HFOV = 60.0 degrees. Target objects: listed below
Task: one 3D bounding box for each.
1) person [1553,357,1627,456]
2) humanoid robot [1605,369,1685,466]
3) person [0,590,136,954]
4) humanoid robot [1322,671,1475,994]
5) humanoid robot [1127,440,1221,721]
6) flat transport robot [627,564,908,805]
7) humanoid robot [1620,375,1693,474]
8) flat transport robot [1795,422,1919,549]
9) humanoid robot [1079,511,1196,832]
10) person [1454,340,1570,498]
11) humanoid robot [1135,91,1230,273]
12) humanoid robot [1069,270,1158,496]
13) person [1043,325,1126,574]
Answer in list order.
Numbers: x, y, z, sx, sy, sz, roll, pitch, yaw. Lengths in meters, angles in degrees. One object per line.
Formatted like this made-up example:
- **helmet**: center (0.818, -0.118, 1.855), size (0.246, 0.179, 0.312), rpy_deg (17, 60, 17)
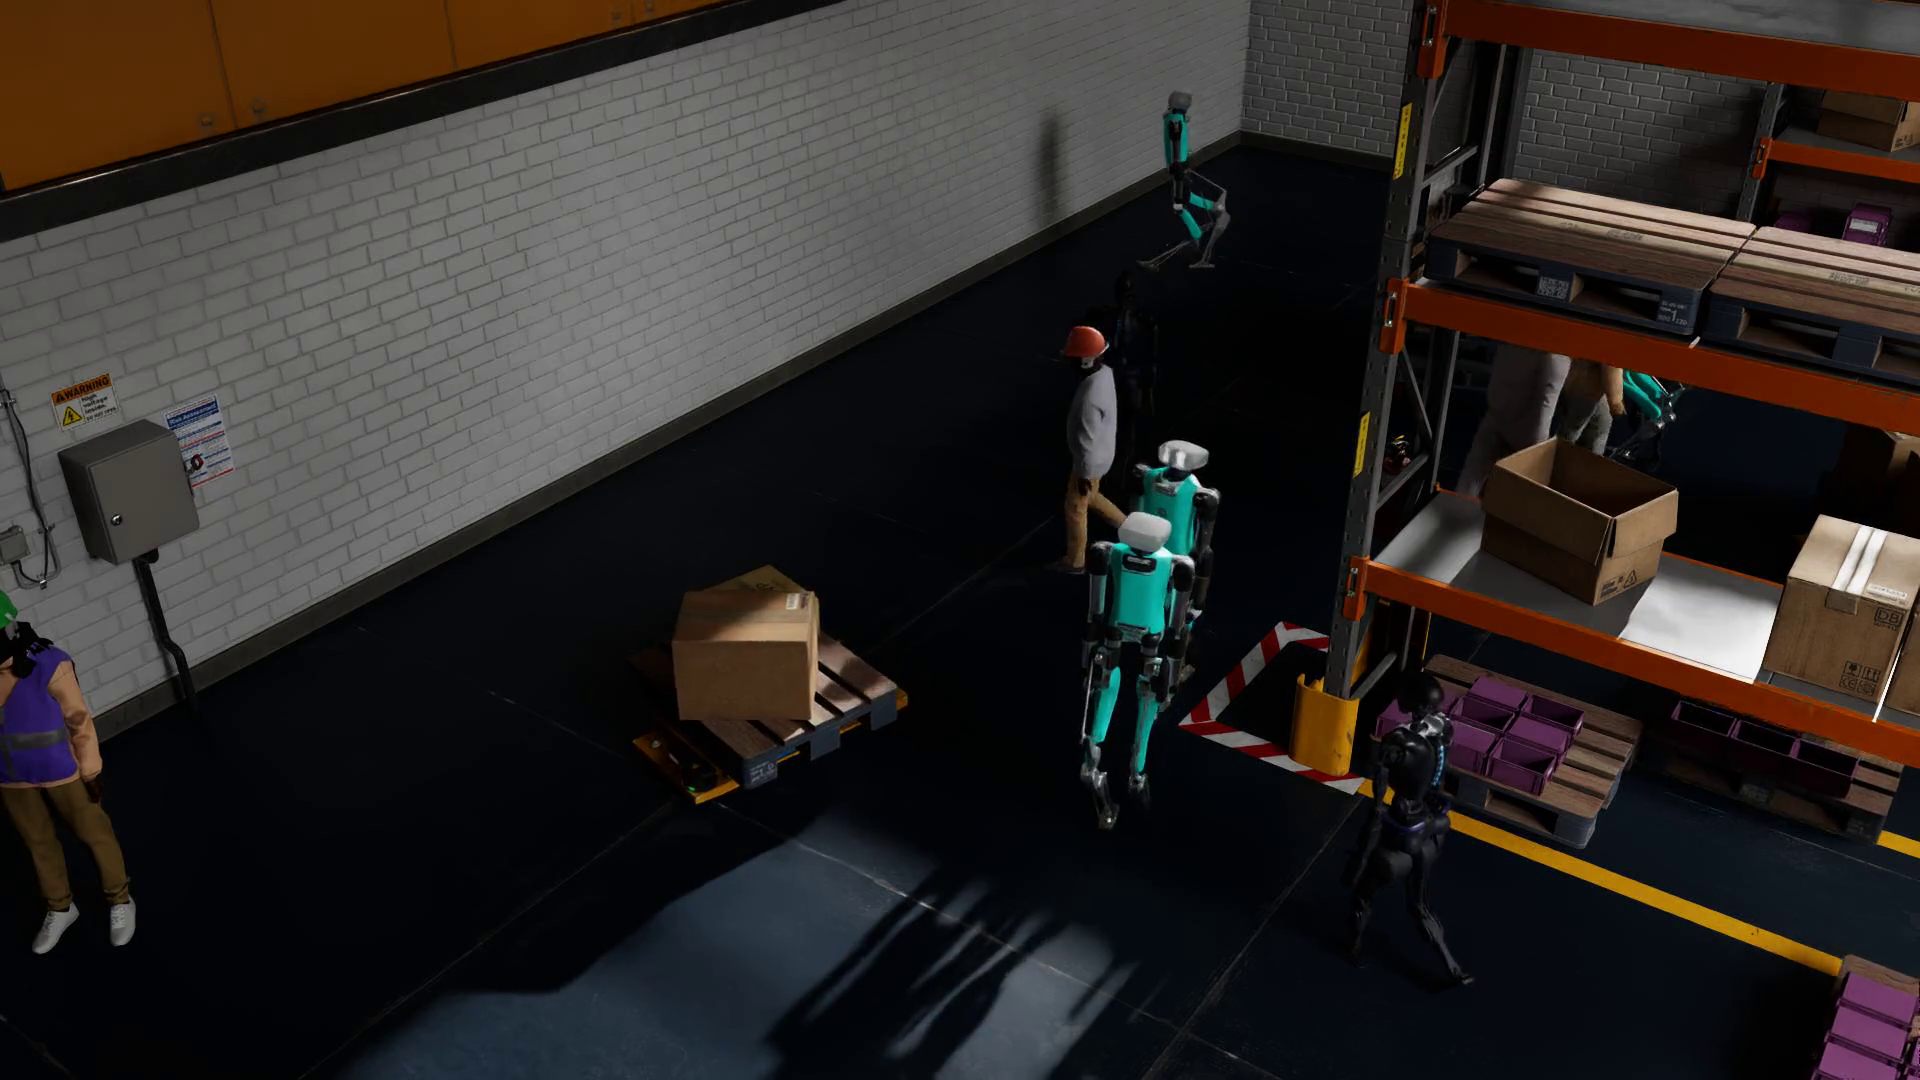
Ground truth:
- **person**: center (4.388, -1.076, 11.335), size (0.784, 1.836, 0.622), rpy_deg (4, 30, 7)
- **humanoid robot**: center (4.801, -1.255, 11.619), size (0.533, 1.672, 0.735), rpy_deg (-25, 38, -36)
- **person**: center (-4.190, 1.035, 7.581), size (0.542, 1.931, 0.404), rpy_deg (-3, 30, -6)
- **humanoid robot**: center (2.009, 1.333, 7.352), size (0.601, 1.638, 0.718), rpy_deg (-23, 37, -34)
- **humanoid robot**: center (1.288, 0.184, 9.322), size (0.561, 1.829, 0.809), rpy_deg (21, 36, 32)
- **flat transport robot**: center (-1.051, 0.985, 9.331), size (1.431, 0.231, 0.659), rpy_deg (-23, 37, -34)
- **humanoid robot**: center (4.991, -1.314, 11.899), size (0.349, 1.650, 0.612), rpy_deg (-24, 38, -35)
- **flat transport robot**: center (6.333, 0.091, 10.882), size (1.431, 0.231, 0.659), rpy_deg (-2, 30, -4)
- **humanoid robot**: center (0.805, 0.793, 8.233), size (0.541, 1.832, 0.699), rpy_deg (9, 31, 16)
- **person**: center (3.601, -0.767, 10.796), size (1.005, 1.841, 0.663), rpy_deg (-8, 31, -14)
- **humanoid robot**: center (2.124, -3.187, 15.088), size (0.982, 1.733, 0.540), rpy_deg (3, 30, 4)
- **humanoid robot**: center (1.047, -1.046, 11.447), size (0.608, 1.649, 0.403), rpy_deg (5, 30, 9)
- **person**: center (0.878, -0.546, 10.532), size (0.578, 1.726, 0.581), rpy_deg (7, 31, 12)
